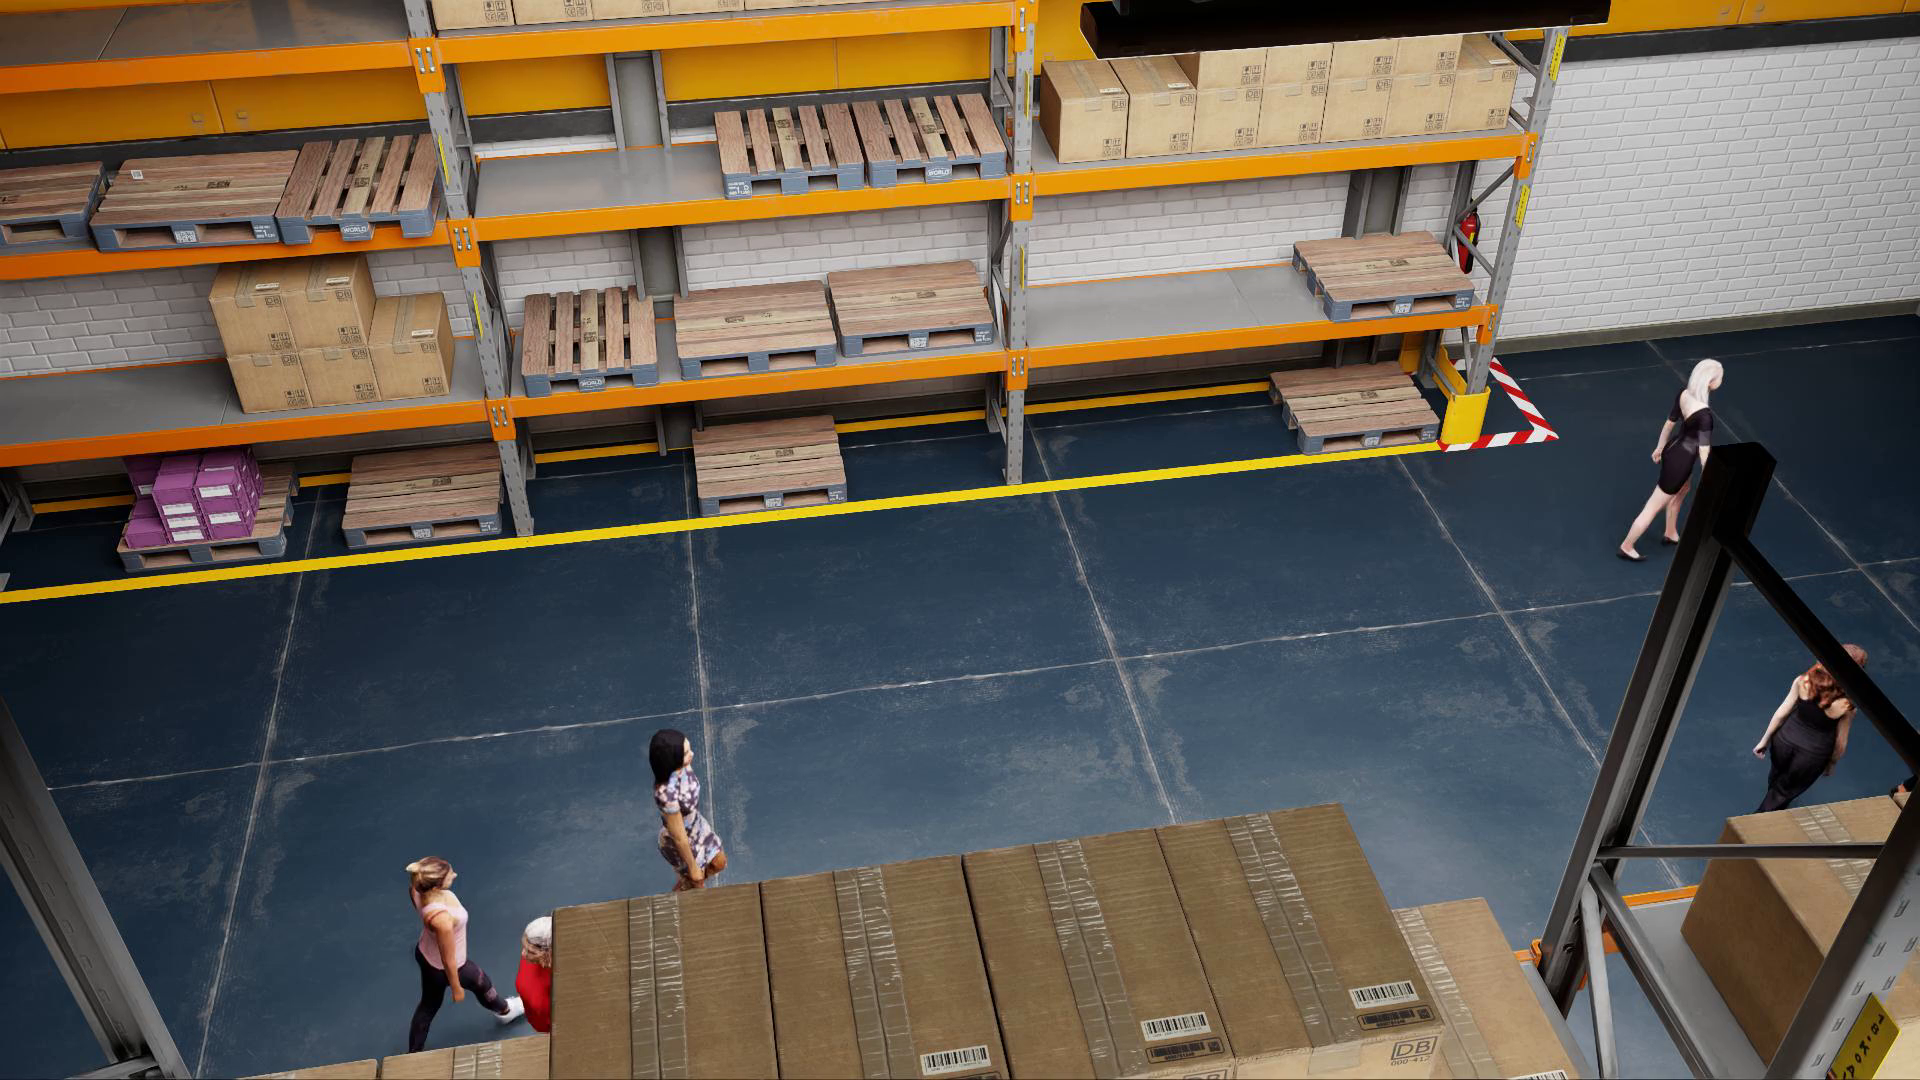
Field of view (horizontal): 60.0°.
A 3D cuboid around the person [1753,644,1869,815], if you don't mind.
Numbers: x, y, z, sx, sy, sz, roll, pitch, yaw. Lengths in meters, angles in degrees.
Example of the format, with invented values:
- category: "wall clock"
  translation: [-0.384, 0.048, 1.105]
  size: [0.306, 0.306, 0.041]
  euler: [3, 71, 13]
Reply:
- category: "person"
  translation: [5.099, 1.363, 10.211]
  size: [1.164, 1.703, 0.961]
  euler: [-30, 48, -32]

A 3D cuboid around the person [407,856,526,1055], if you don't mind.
- category: "person"
  translation: [-2.883, 2.332, 9.063]
  size: [1.153, 1.621, 0.964]
  euler: [-31, 48, -33]

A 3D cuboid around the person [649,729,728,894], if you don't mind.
- category: "person"
  translation: [-1.679, 1.743, 9.717]
  size: [0.736, 1.725, 0.683]
  euler: [3, 39, 3]

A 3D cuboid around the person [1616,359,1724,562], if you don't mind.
- category: "person"
  translation: [5.304, -0.561, 12.534]
  size: [0.912, 1.809, 0.684]
  euler: [1, 39, 1]
